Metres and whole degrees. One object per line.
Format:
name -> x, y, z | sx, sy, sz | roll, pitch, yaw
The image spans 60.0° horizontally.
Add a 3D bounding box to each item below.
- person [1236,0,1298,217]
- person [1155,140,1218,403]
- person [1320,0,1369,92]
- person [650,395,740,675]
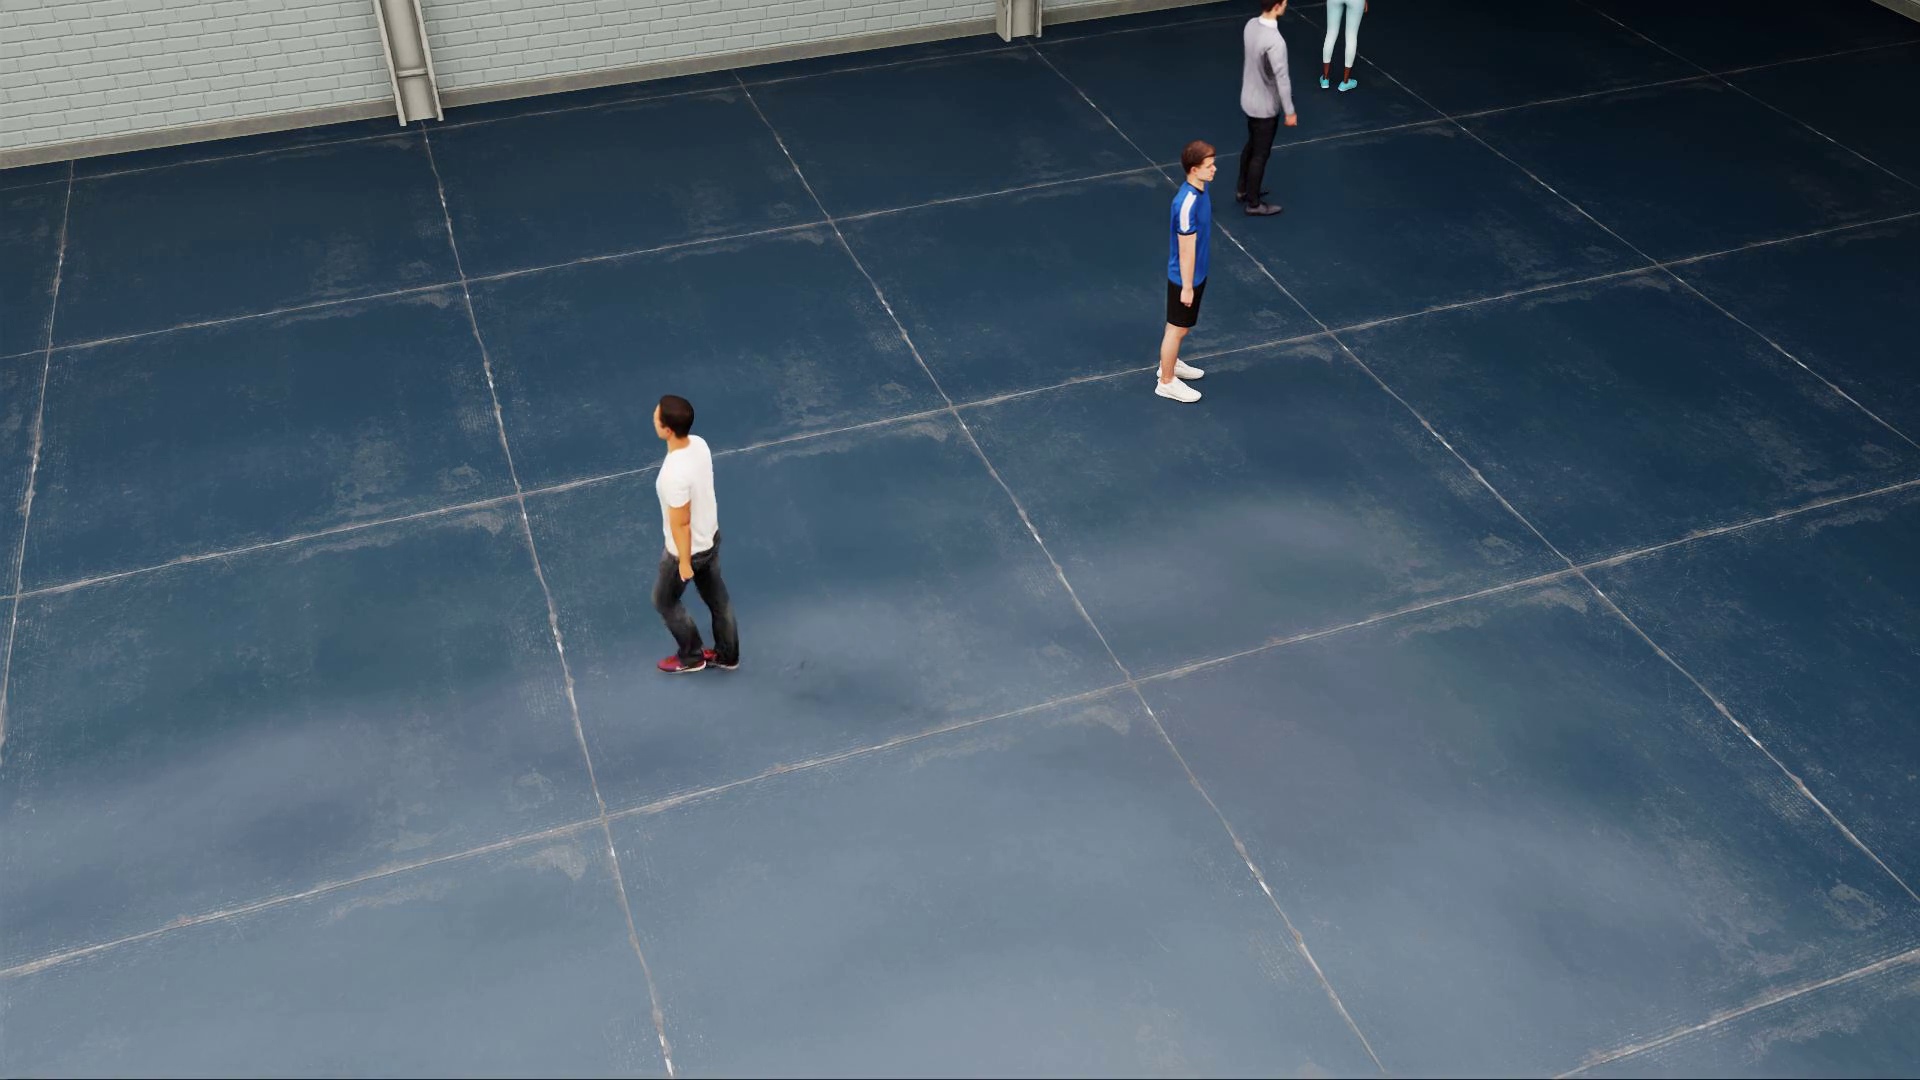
person -> 2.401, -3.534, 13.420 | 0.699, 1.921, 0.776 | -9, 39, -11
person -> 1.542, -1.847, 11.308 | 0.766, 1.866, 0.757 | 8, 39, 9
person -> 3.619, -5.084, 15.561 | 0.644, 1.724, 0.708 | 15, 40, 18
person -> -1.363, 0.021, 8.982 | 0.863, 1.791, 0.826 | 7, 39, 9
